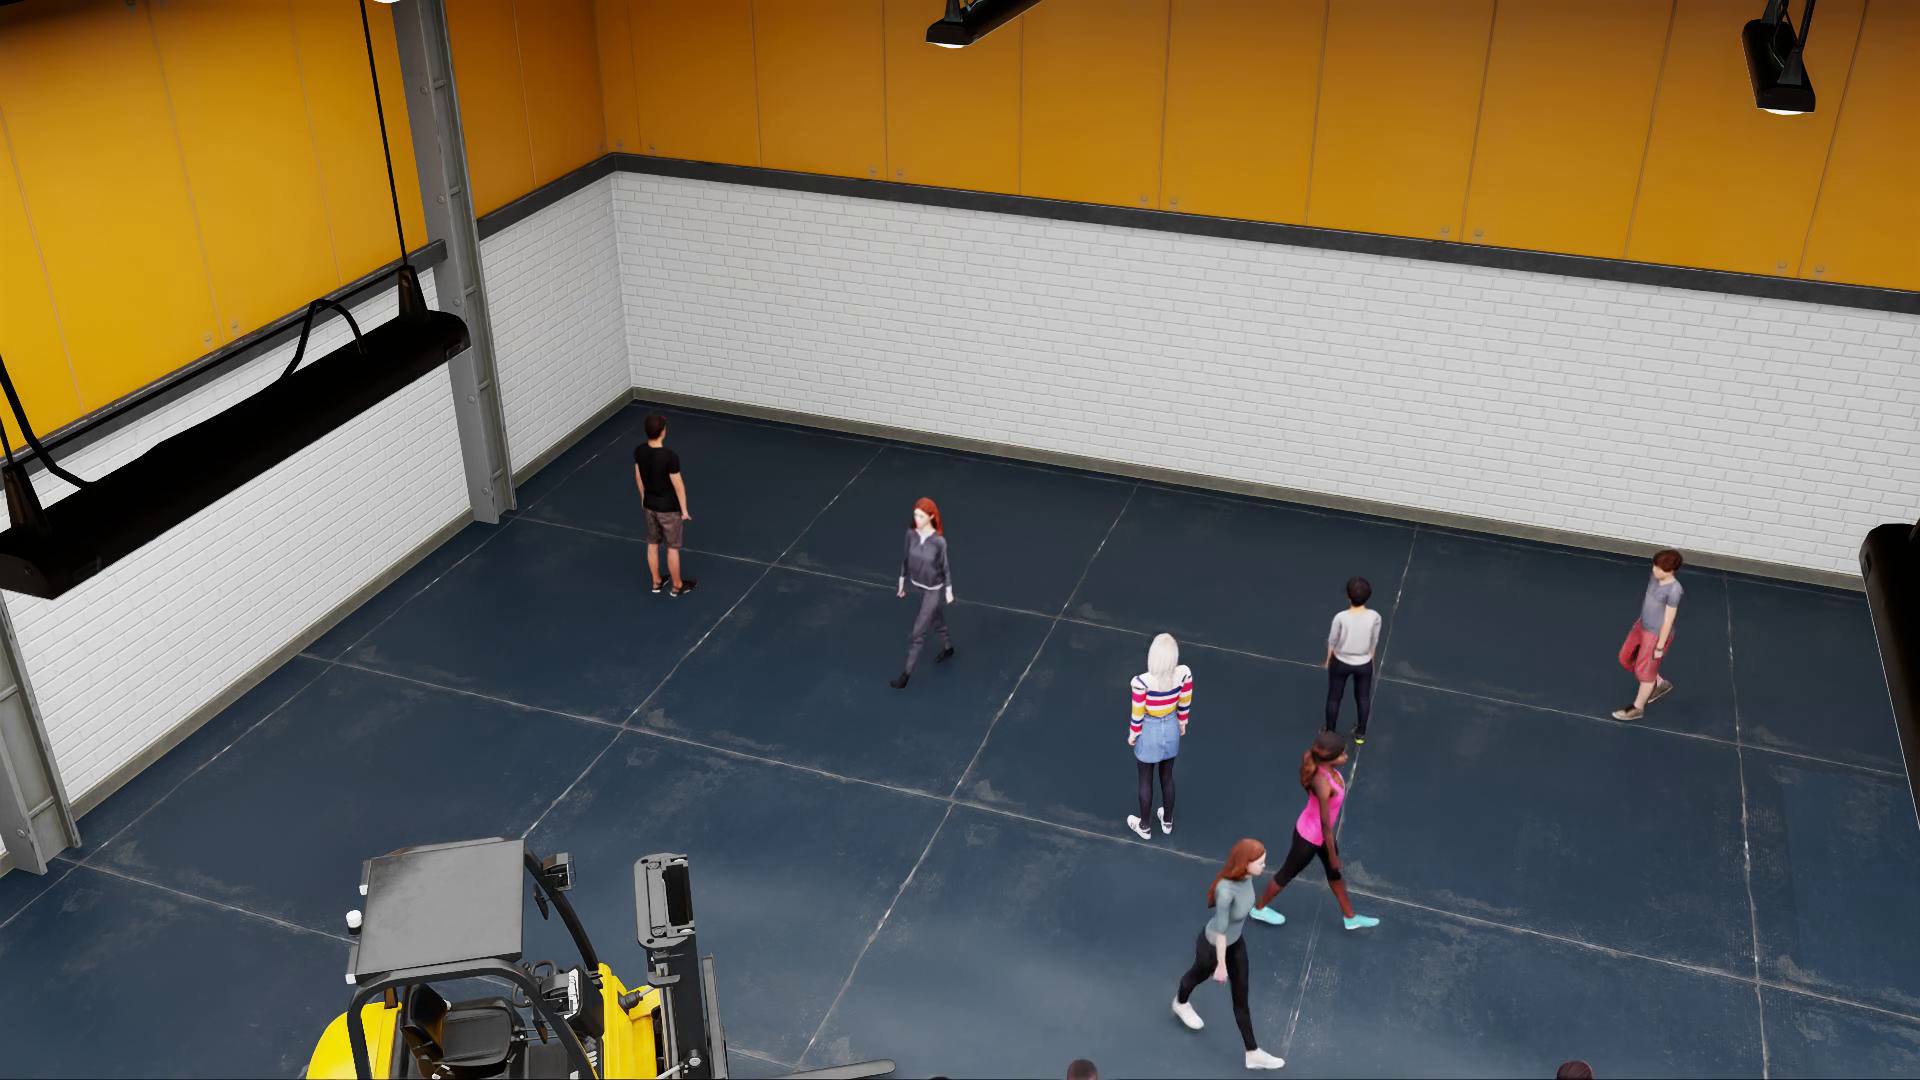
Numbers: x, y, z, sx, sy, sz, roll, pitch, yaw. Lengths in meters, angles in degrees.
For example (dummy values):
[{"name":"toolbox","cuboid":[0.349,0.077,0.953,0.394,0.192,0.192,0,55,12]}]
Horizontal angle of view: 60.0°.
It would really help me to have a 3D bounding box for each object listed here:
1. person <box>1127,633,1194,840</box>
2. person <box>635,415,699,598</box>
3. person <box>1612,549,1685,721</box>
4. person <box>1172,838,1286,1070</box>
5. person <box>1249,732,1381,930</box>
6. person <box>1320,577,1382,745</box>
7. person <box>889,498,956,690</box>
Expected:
[{"name":"person","cuboid":[1.505,1.471,12.606,0.719,1.809,0.751,-10,30,-17]},{"name":"person","cuboid":[-2.855,-0.334,15.860,0.692,1.861,0.586,13,31,22]},{"name":"person","cuboid":[5.927,0.790,14.030,0.838,1.641,0.819,-3,29,-5]},{"name":"person","cuboid":[1.619,2.587,10.691,0.939,1.684,1.134,22,35,34]},{"name":"person","cuboid":[2.385,2.072,11.654,0.645,1.665,1.063,9,30,16]},{"name":"person","cuboid":[3.222,1.016,13.715,0.621,1.546,0.598,1,29,2]},{"name":"person","cuboid":[-0.238,0.417,14.626,0.881,1.725,1.232,21,35,34]}]
